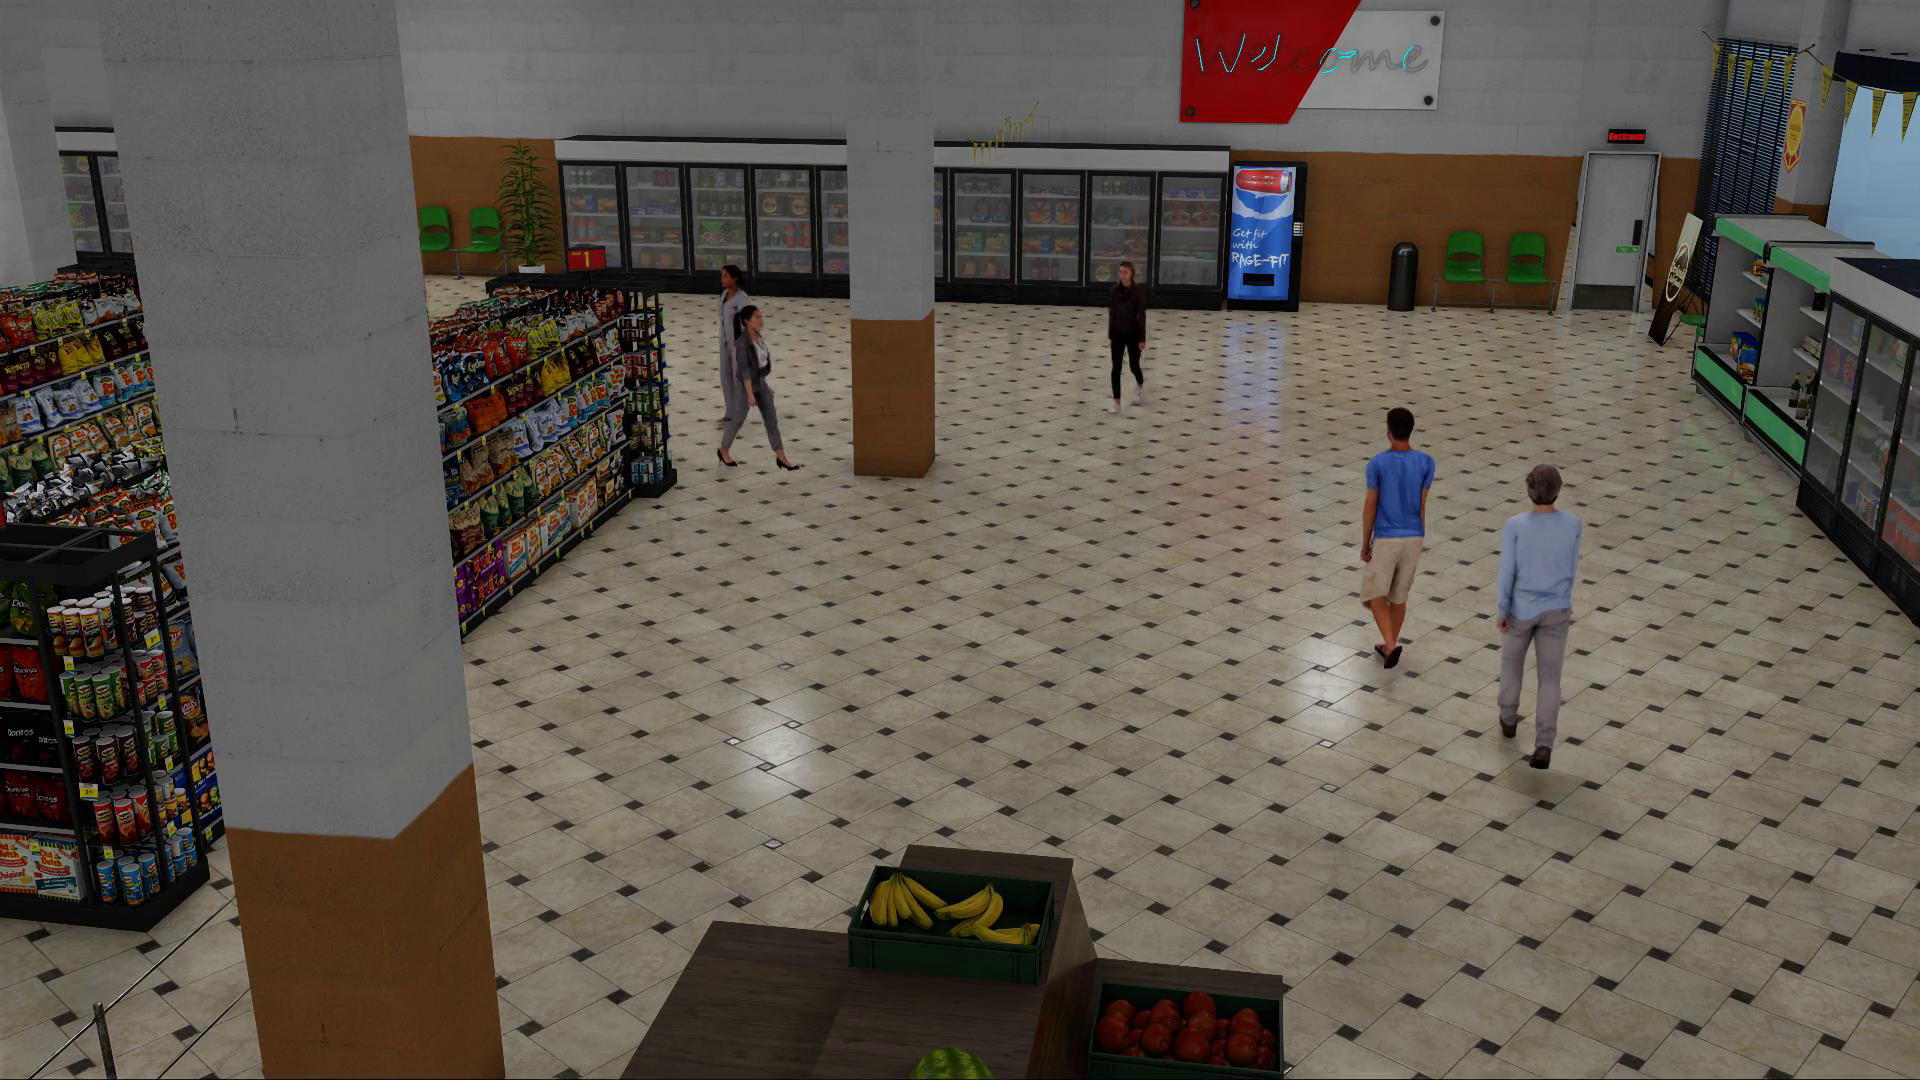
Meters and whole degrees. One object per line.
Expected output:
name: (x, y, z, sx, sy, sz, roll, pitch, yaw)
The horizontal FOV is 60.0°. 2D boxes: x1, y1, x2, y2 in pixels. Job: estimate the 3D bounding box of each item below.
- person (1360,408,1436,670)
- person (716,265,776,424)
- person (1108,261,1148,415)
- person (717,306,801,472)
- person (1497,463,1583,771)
person: (3.057, 0.052, 11.485, 0.781, 1.826, 1.010, -1, 19, -3)
person: (-2.386, -2.136, 18.146, 1.037, 1.716, 0.950, -15, 24, -37)
person: (1.901, -2.265, 18.605, 0.806, 1.667, 1.132, 9, 20, 24)
person: (-2.108, -1.439, 16.216, 0.848, 1.627, 1.108, 7, 20, 20)
person: (3.538, 0.493, 10.127, 0.660, 1.858, 1.221, 4, 19, 12)
